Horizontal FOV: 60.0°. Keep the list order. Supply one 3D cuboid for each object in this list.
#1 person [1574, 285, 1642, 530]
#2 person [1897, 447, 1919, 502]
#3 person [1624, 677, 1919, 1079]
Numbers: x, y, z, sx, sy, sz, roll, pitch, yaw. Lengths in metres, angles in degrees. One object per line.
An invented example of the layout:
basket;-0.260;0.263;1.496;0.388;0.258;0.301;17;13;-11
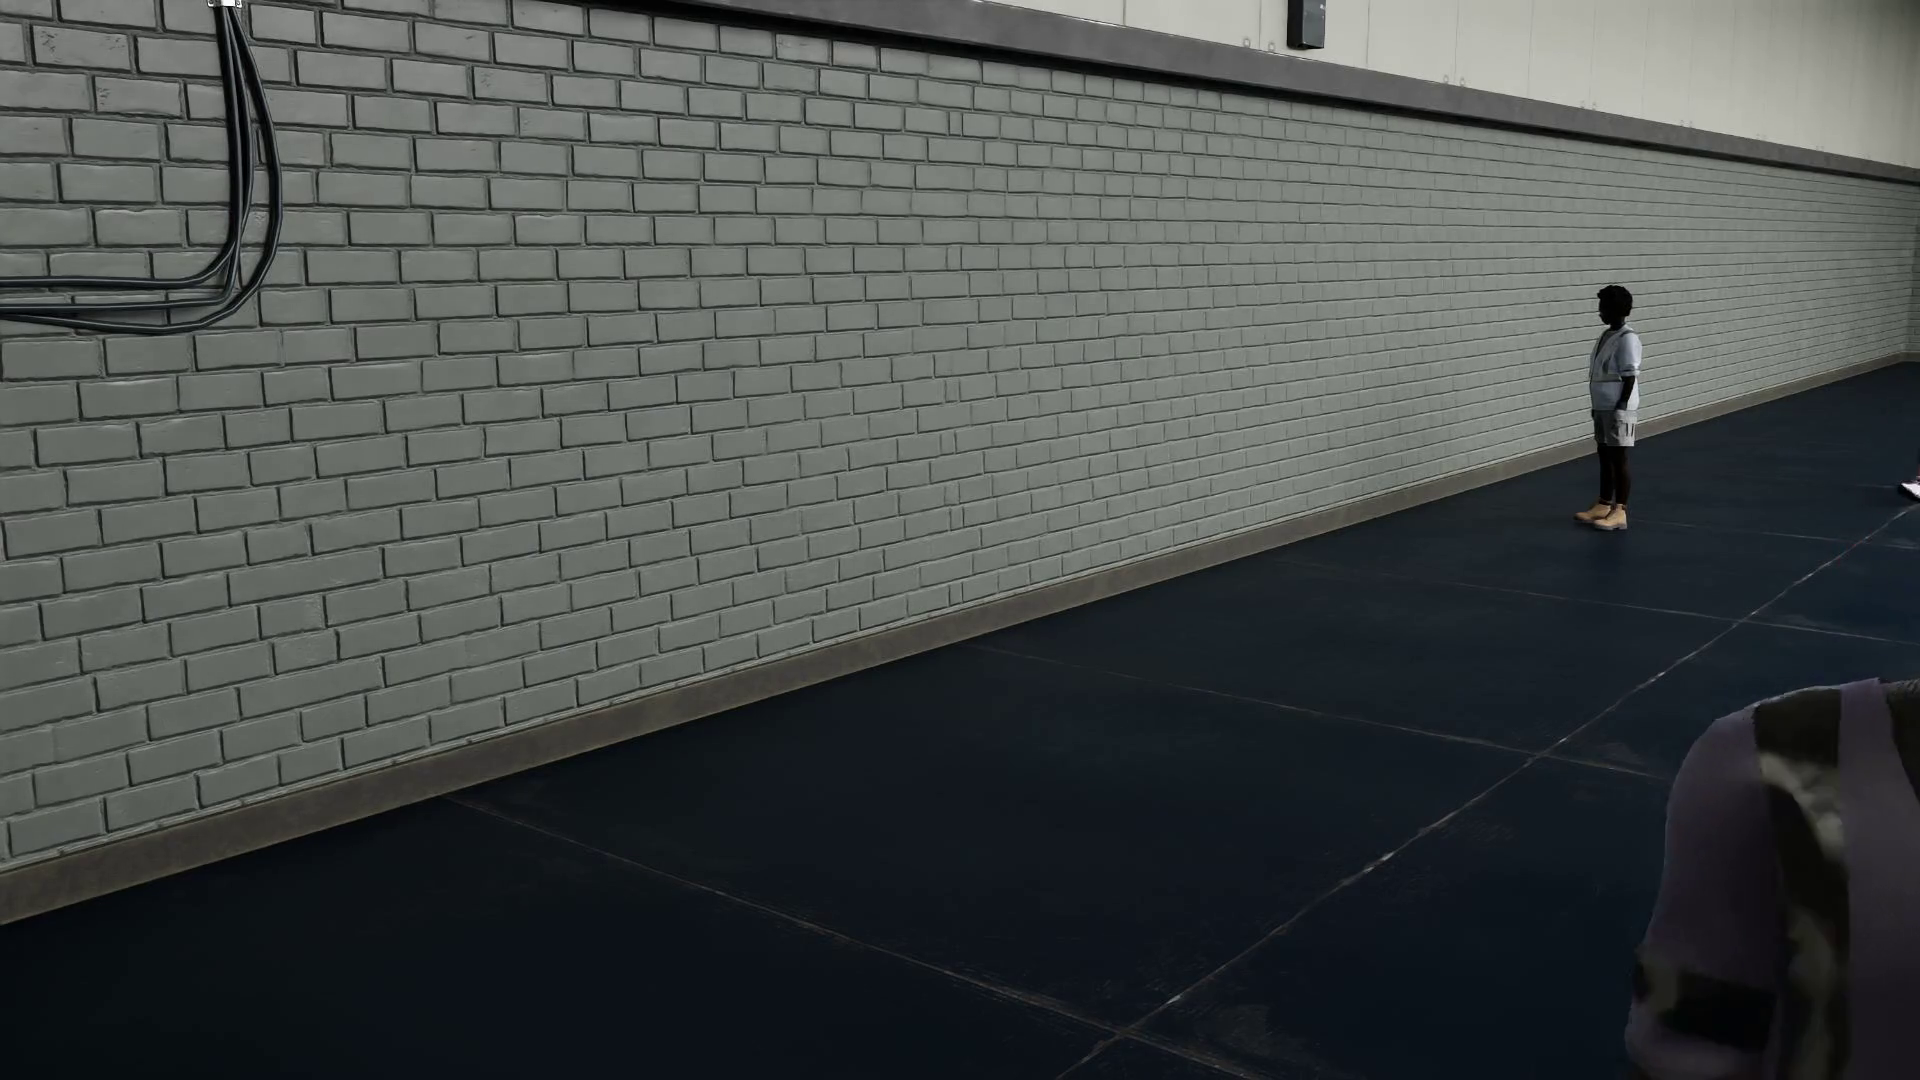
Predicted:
person;4.545;-0.925;11.603;0.321;1.692;0.529;0;10;1
person;7.565;-1.206;12.641;0.979;1.872;0.608;-7;13;-36
person;0.910;0.785;1.559;0.588;1.907;0.398;3;11;18
